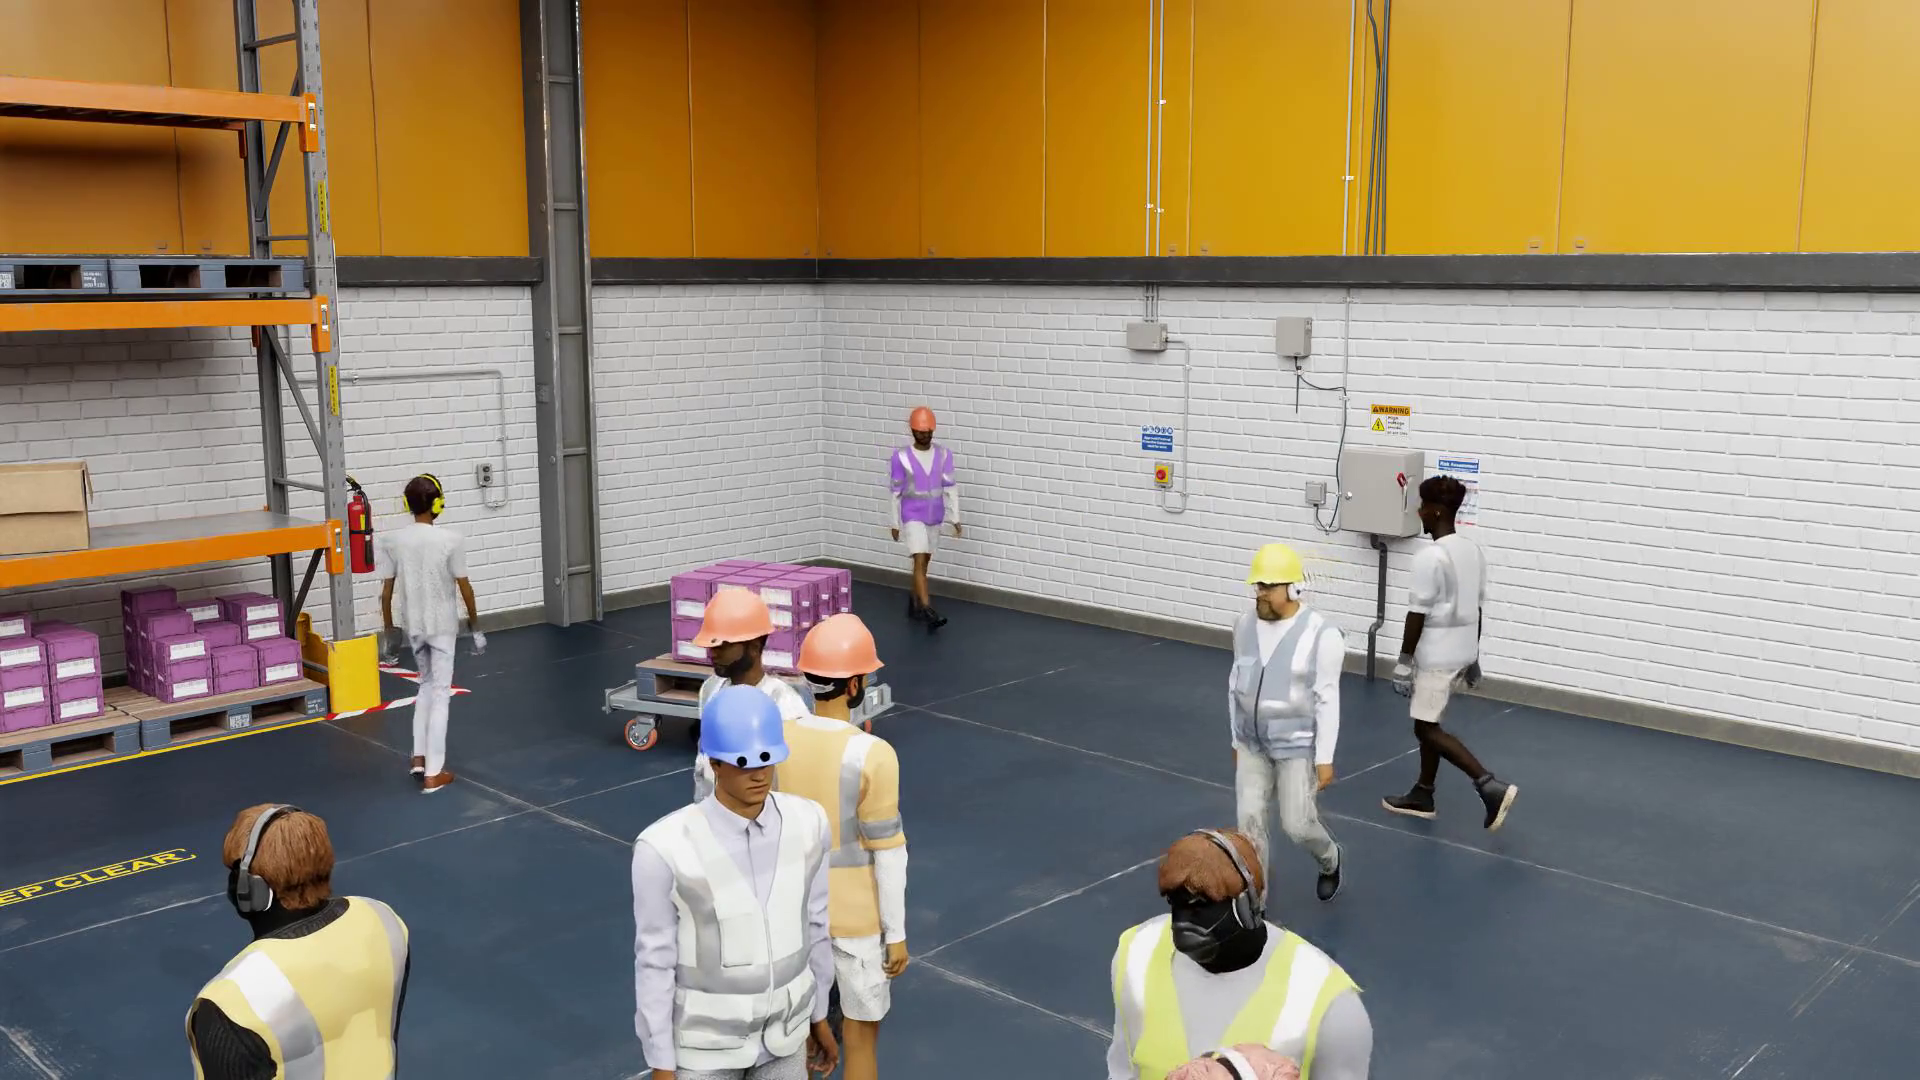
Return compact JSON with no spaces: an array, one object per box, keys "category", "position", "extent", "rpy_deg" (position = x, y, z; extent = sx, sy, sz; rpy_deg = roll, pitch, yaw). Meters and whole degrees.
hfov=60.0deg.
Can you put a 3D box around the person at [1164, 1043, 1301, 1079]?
[{"category":"person","position":[0.386,1.681,2.538],"extent":[0.403,1.904,0.651],"rpy_deg":[-7,12,-36]}]

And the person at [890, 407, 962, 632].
[{"category":"person","position":[-0.277,-0.180,14.033],"extent":[0.553,1.873,1.017],"rpy_deg":[-4,10,-25]}]

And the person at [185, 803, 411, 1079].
[{"category":"person","position":[-1.529,1.499,3.843],"extent":[0.429,1.844,0.627],"rpy_deg":[2,10,14]}]

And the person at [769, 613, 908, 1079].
[{"category":"person","position":[-0.394,1.195,5.415],"extent":[0.545,1.938,0.362],"rpy_deg":[5,11,30]}]

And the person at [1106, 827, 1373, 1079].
[{"category":"person","position":[0.632,1.525,3.835],"extent":[0.662,1.809,0.567],"rpy_deg":[6,11,31]}]

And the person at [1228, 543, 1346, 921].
[{"category":"person","position":[1.499,0.897,7.631],"extent":[0.602,1.811,0.660],"rpy_deg":[9,13,43]}]

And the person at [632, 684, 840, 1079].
[{"category":"person","position":[-0.591,1.336,4.513],"extent":[0.605,1.949,0.400],"rpy_deg":[-7,12,-37]}]

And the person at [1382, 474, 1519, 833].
[{"category":"person","position":[2.666,0.619,8.949],"extent":[0.765,1.938,0.616],"rpy_deg":[8,12,41]}]

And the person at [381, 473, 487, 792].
[{"category":"person","position":[-3.061,0.534,9.733],"extent":[0.521,1.853,0.509],"rpy_deg":[2,9,11]}]

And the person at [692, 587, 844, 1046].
[{"category":"person","position":[-0.733,1.093,6.159],"extent":[0.908,1.906,0.555],"rpy_deg":[-9,13,-43]}]
